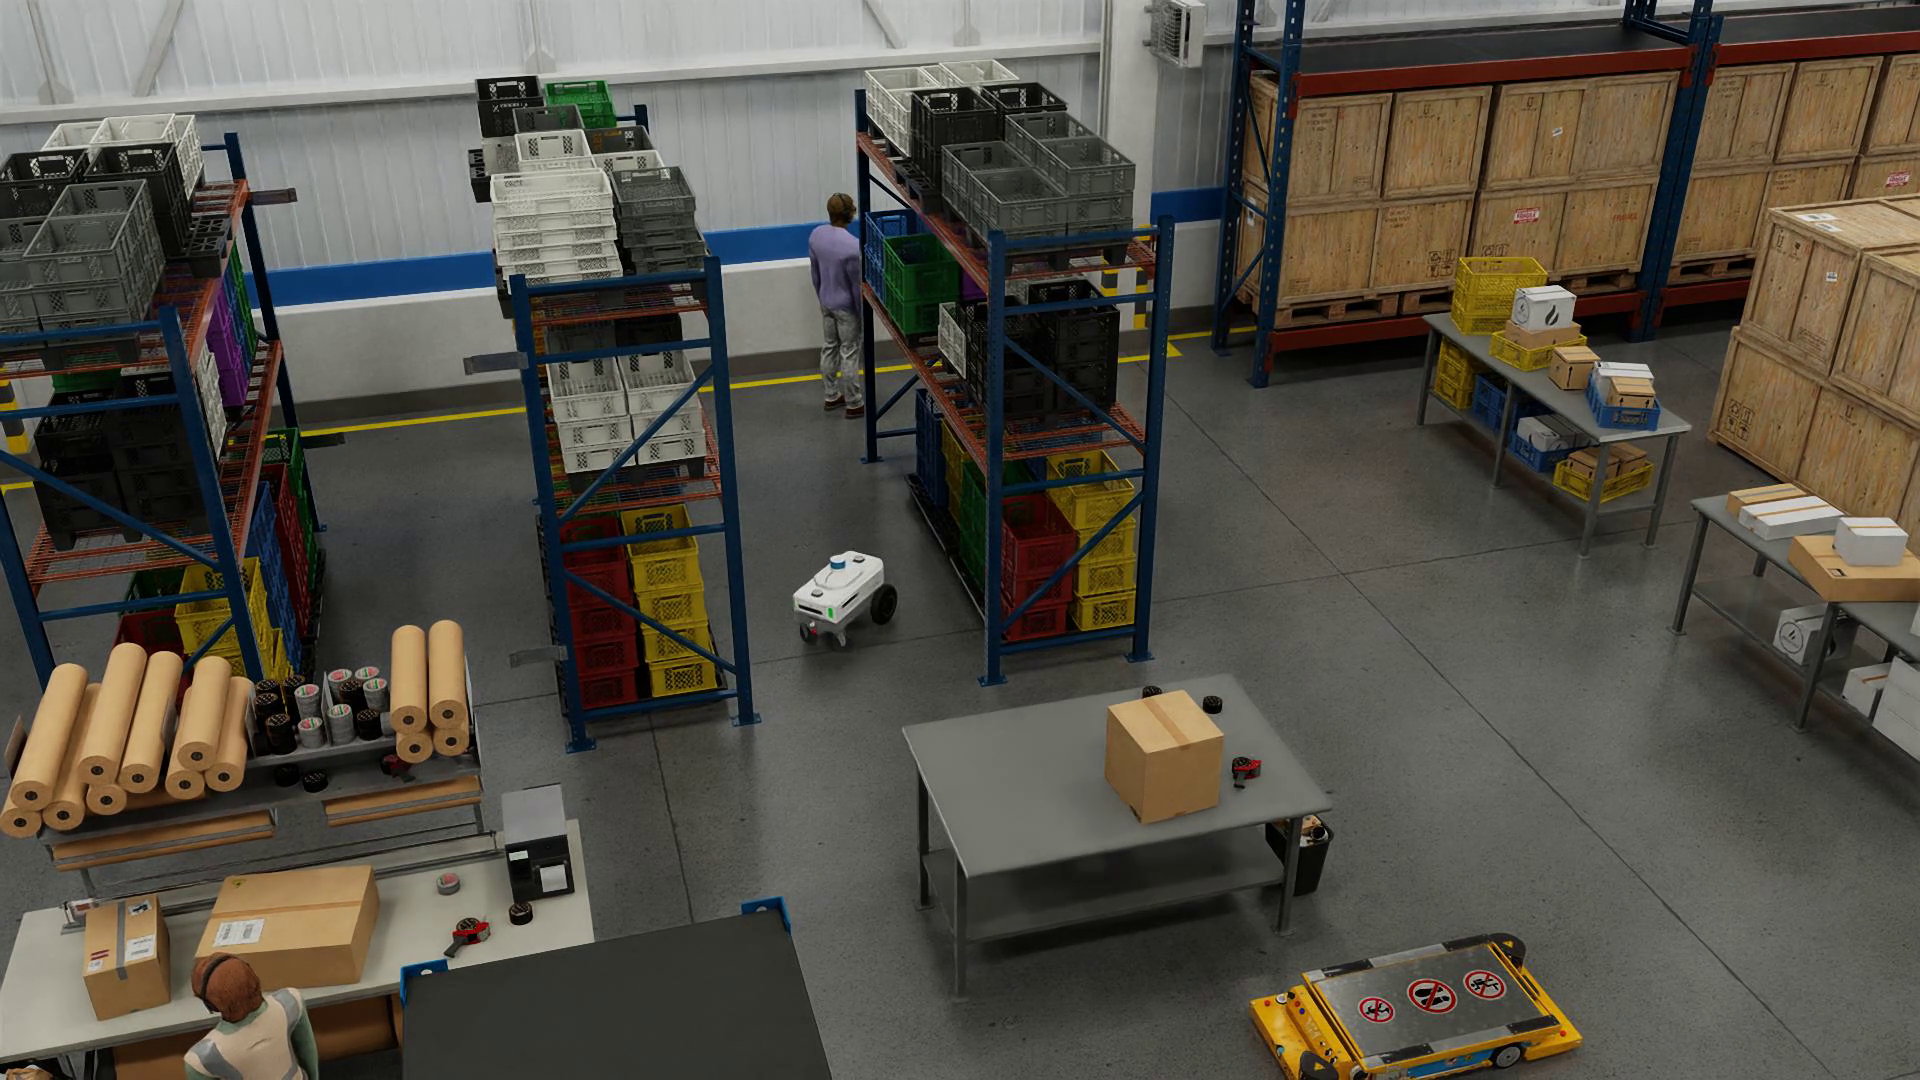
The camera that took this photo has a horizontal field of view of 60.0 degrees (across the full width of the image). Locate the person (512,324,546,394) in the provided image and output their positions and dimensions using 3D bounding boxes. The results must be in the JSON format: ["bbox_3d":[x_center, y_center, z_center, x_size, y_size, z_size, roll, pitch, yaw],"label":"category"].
[{"bbox_3d":[-3.429,-1.631,13.441,0.337,1.879,0.585,-6,29,-11],"label":"person"}]

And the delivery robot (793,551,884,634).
[{"bbox_3d":[-0.811,0.334,11.138,0.477,0.478,0.707,15,32,25],"label":"delivery robot"}]

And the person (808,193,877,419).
[{"bbox_3d":[-0.990,-1.973,14.003,0.371,1.941,0.627,-25,38,-38],"label":"person"}]

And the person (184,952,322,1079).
[{"bbox_3d":[-2.727,2.282,6.569,0.308,1.638,0.511,18,34,30],"label":"person"}]

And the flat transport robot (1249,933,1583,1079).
[{"bbox_3d":[2.184,2.282,7.980,1.431,0.197,0.652,-8,30,-14],"label":"flat transport robot"}]
